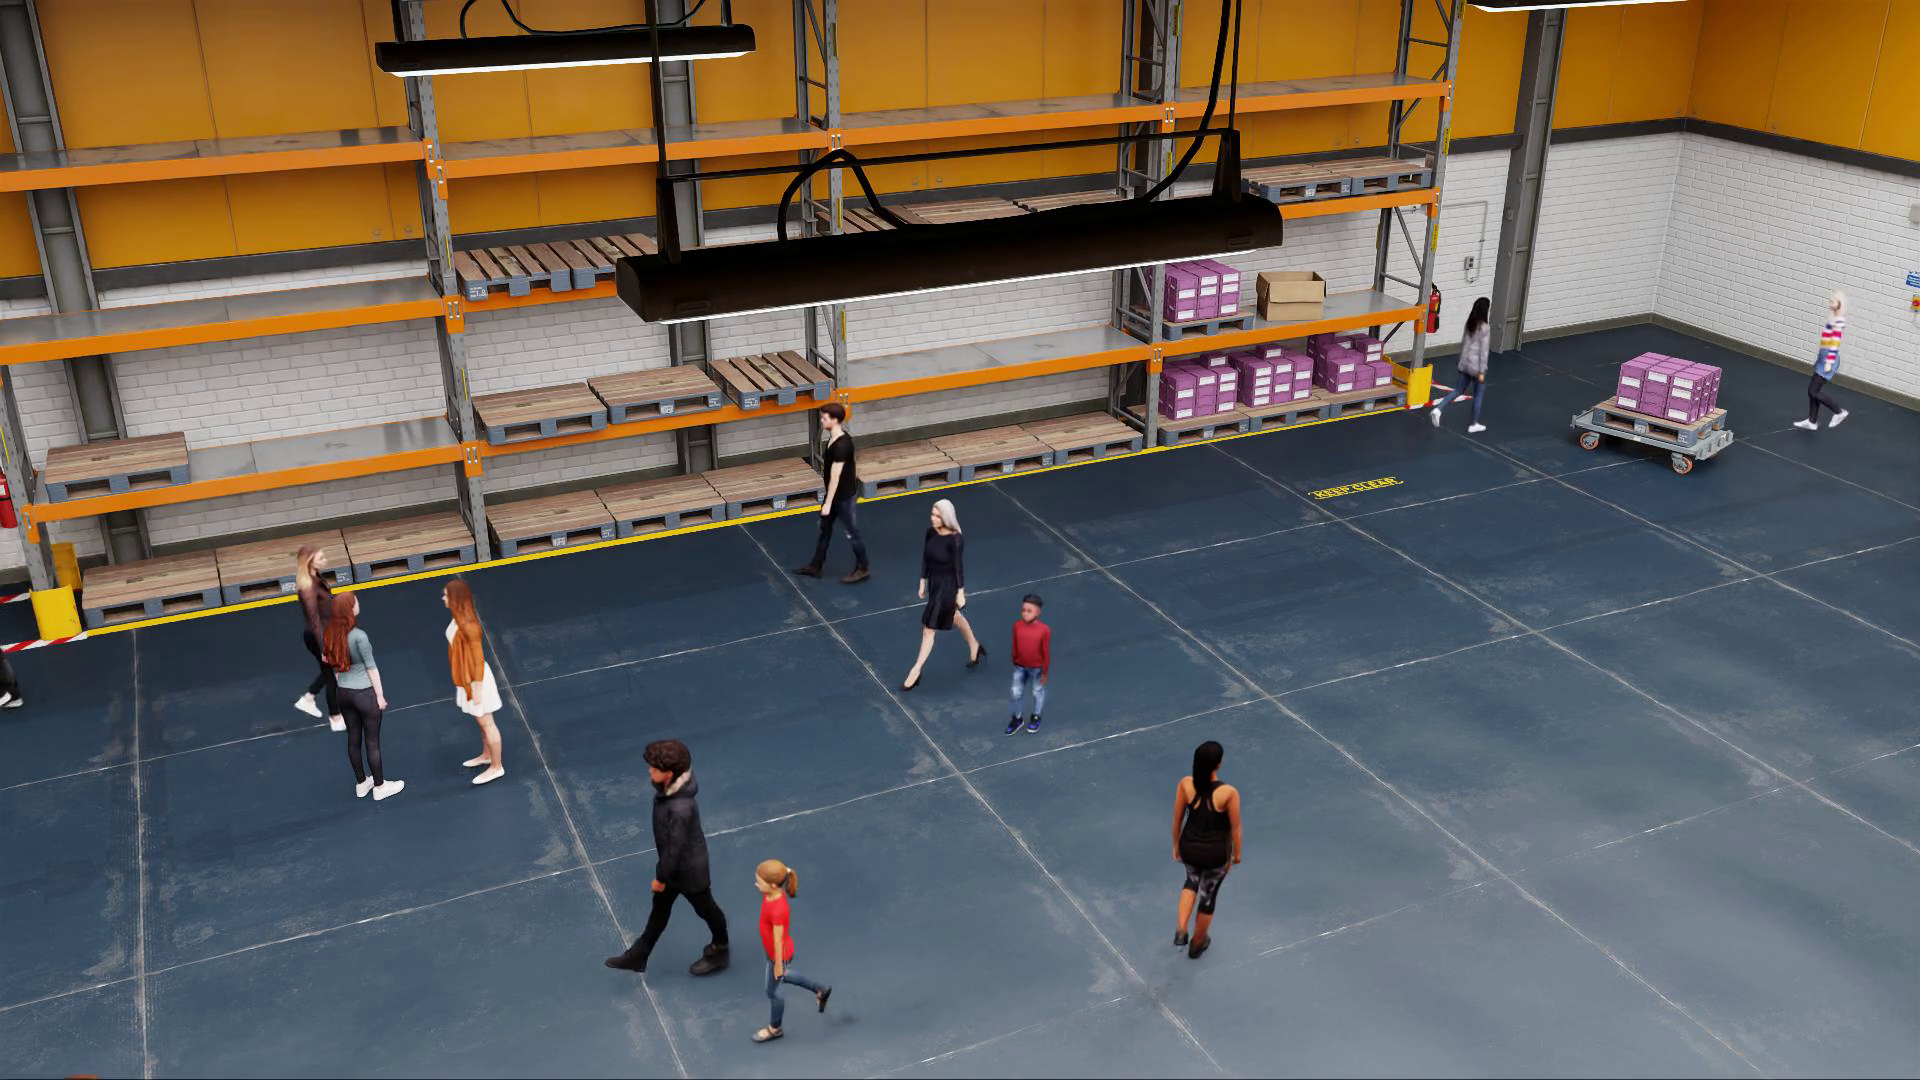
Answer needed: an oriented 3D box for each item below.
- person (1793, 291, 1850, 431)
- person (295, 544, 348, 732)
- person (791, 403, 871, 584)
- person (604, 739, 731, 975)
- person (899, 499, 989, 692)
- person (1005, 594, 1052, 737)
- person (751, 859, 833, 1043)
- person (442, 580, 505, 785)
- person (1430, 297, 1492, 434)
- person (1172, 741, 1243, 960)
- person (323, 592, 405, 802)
[{"bbox_3d":[10.737,-2.174,20.419,0.965,1.795,0.901,8,25,18],"label":"person"},{"bbox_3d":[-5.339,0.817,13.705,0.792,1.693,0.699,-6,24,-14],"label":"person"},{"bbox_3d":[-1.079,-0.435,16.350,1.065,1.868,0.812,-7,24,-15],"label":"person"},{"bbox_3d":[-1.703,2.072,10.777,1.012,1.739,0.609,-11,26,-23],"label":"person"},{"bbox_3d":[-0.085,0.457,14.533,1.245,1.689,0.797,-19,30,-36],"label":"person"},{"bbox_3d":[0.616,1.004,13.836,0.626,1.246,0.686,9,25,19],"label":"person"},{"bbox_3d":[-1.059,2.528,10.287,0.796,1.296,0.555,-6,24,-13],"label":"person"},{"bbox_3d":[-3.798,1.082,13.061,0.554,1.722,0.601,-11,26,-24],"label":"person"},{"bbox_3d":[6.208,-2.111,20.381,0.989,1.710,0.637,-9,25,-21],"label":"person"},{"bbox_3d":[1.583,2.063,10.906,0.726,1.652,0.779,13,27,27],"label":"person"},{"bbox_3d":[-4.620,1.197,12.773,0.670,1.743,0.719,10,26,22],"label":"person"}]
